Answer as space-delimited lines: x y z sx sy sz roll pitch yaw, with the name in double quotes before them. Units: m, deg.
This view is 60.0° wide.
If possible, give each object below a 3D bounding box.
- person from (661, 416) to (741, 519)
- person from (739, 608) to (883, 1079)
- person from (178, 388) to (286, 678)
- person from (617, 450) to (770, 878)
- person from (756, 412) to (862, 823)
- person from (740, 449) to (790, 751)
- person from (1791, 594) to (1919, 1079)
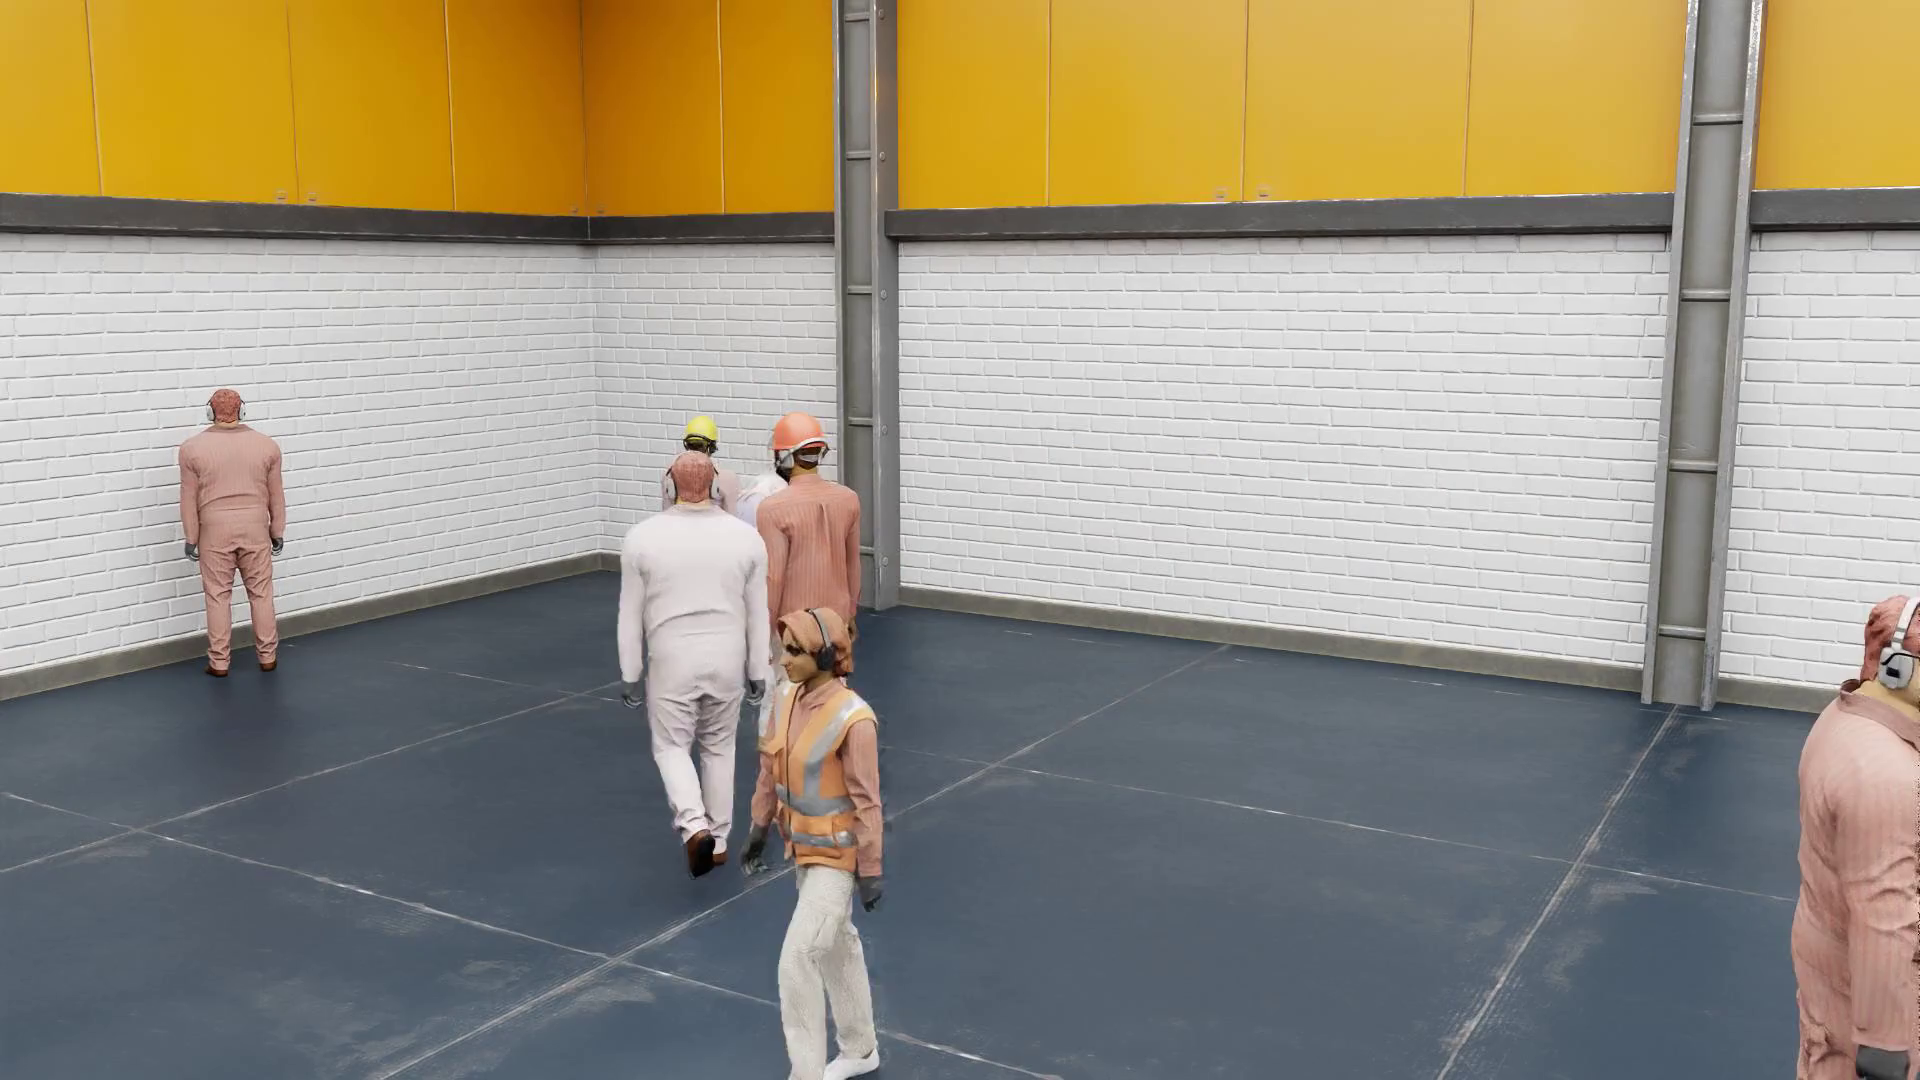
"person" -1.624 0.095 10.519 0.521 1.758 0.349 2 9 10
"person" -0.494 1.013 5.228 0.655 1.618 0.528 -5 11 -30
"person" -4.796 -0.051 10.991 0.641 1.903 0.402 -6 11 -34
"person" -1.139 0.560 7.231 0.671 1.881 0.632 -3 10 -19
"person" -0.743 0.380 7.997 0.401 1.989 0.623 9 13 44
"person" -0.809 0.312 8.974 0.797 1.812 0.625 4 10 24
"person" 2.208 1.065 3.997 0.401 1.904 0.646 4 10 22
